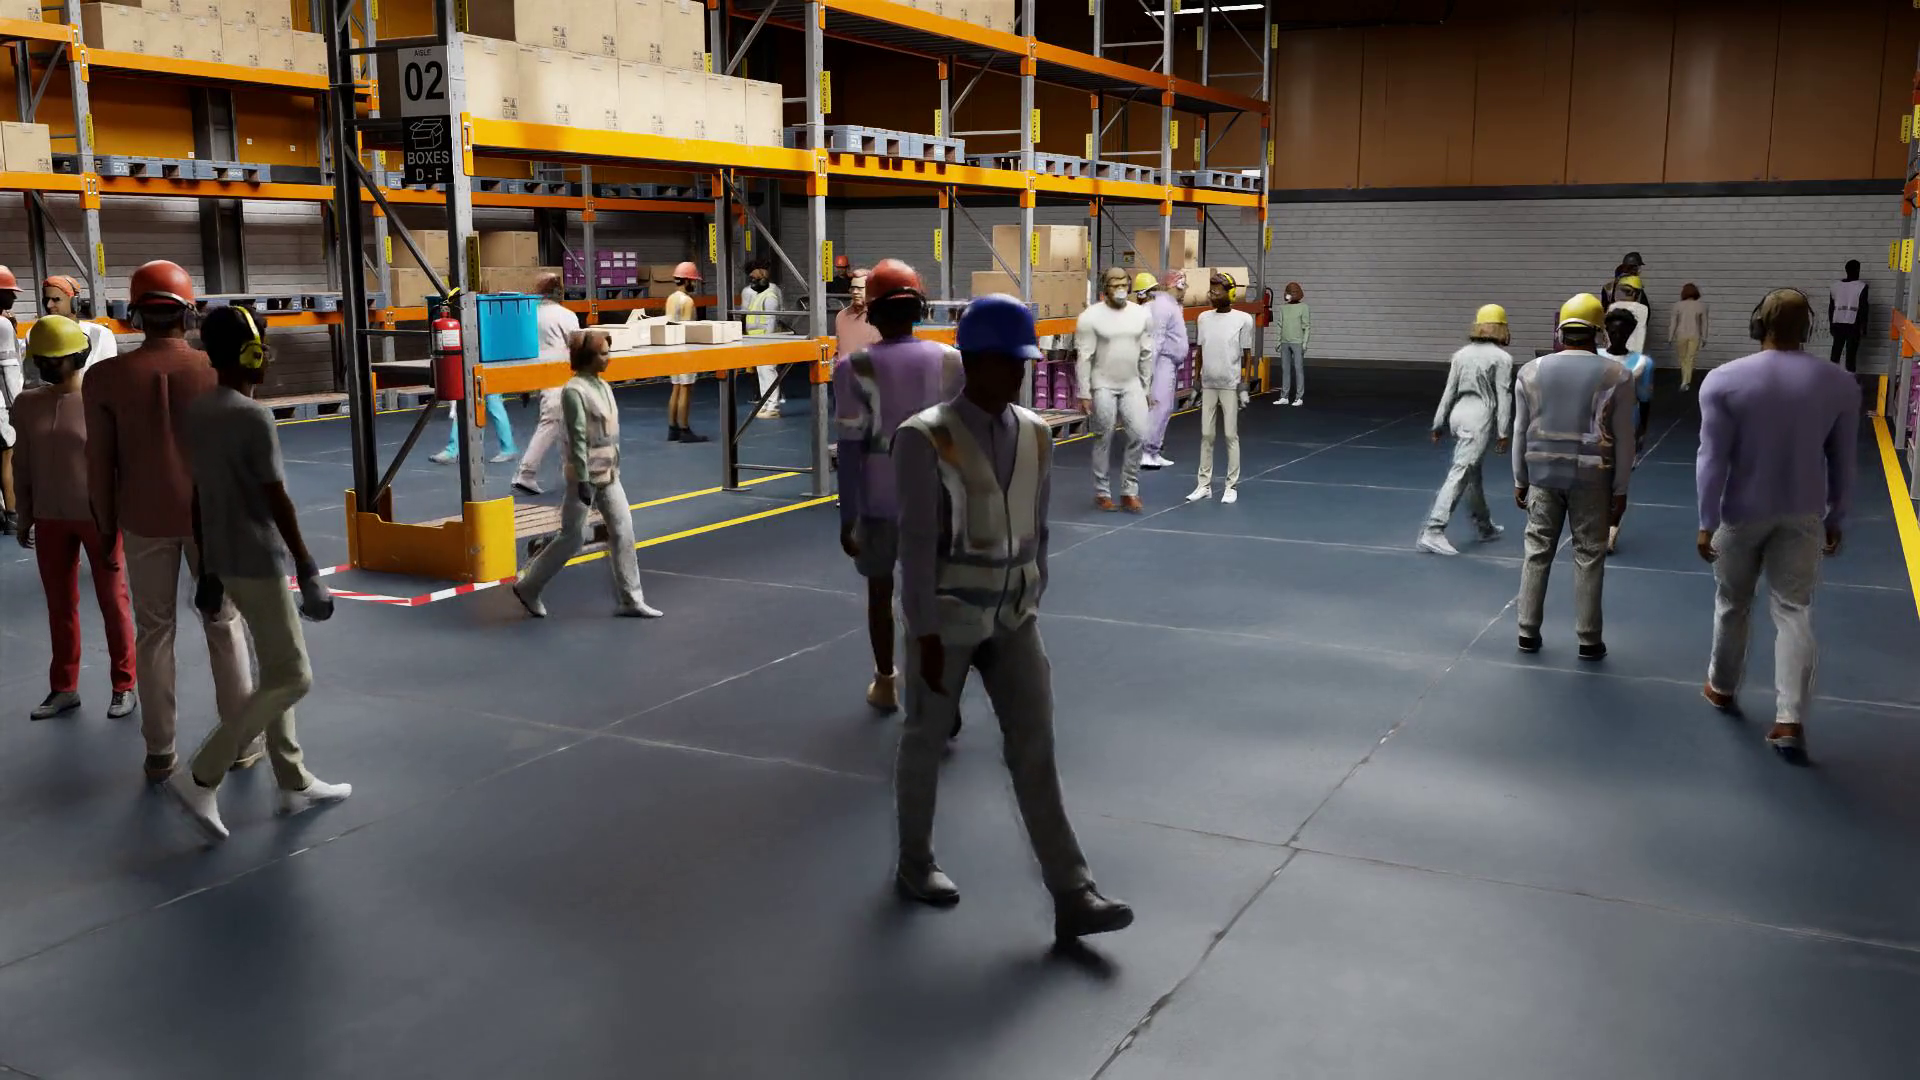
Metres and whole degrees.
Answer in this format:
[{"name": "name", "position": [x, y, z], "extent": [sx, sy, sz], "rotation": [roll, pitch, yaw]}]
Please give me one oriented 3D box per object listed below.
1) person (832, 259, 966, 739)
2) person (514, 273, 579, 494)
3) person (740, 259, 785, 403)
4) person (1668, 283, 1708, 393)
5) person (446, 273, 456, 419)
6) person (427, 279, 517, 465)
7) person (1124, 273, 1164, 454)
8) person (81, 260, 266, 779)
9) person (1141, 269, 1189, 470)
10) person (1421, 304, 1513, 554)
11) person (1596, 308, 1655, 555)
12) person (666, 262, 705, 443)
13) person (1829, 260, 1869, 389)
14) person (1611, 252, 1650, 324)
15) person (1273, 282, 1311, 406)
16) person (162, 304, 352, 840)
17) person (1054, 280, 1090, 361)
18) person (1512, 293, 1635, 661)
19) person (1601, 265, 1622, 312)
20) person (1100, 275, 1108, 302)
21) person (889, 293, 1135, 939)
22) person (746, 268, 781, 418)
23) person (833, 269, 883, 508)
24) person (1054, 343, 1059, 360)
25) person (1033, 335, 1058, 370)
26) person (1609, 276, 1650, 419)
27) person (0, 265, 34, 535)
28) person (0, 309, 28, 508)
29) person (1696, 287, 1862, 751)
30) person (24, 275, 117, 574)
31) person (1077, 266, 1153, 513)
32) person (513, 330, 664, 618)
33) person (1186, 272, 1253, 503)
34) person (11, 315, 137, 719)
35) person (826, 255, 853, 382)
[{"name": "person", "position": [-0.217, -0.176, 7.007], "extent": [0.618, 2.009, 0.912], "rotation": [-3, 10, -15]}, {"name": "person", "position": [-3.477, -1.331, 14.130], "extent": [0.633, 1.864, 1.005], "rotation": [7, 12, 36]}, {"name": "person", "position": [-2.633, -2.787, 22.351], "extent": [0.672, 1.934, 0.434], "rotation": [-8, 13, -39]}, {"name": "person", "position": [10.557, -2.931, 24.146], "extent": [0.524, 1.594, 0.805], "rotation": [6, 11, 31]}, {"name": "person", "position": [-6.127, -2.395, 20.402], "extent": [0.546, 1.817, 0.998], "rotation": [0, 10, 2]}, {"name": "person", "position": [-4.643, -1.609, 15.881], "extent": [0.581, 1.817, 0.755], "rotation": [9, 13, 43]}, {"name": "person", "position": [1.860, -1.747, 16.609], "extent": [0.403, 1.827, 0.588], "rotation": [9, 13, 41]}, {"name": "person", "position": [-3.016, -0.074, 6.441], "extent": [0.622, 1.991, 0.389], "rotation": [-4, 10, -21]}, {"name": "person", "position": [1.915, -1.607, 15.681], "extent": [0.469, 1.870, 0.699], "rotation": [2, 10, 13]}, {"name": "person", "position": [3.508, -0.764, 11.383], "extent": [0.968, 1.674, 0.529], "rotation": [-5, 11, -28]}, {"name": "person", "position": [4.434, -0.759, 11.388], "extent": [0.536, 1.657, 0.842], "rotation": [6, 12, 33]}, {"name": "person", "position": [-2.933, -1.997, 17.776], "extent": [0.408, 1.927, 0.557], "rotation": [-6, 12, -32]}, {"name": "person", "position": [13.237, -3.210, 24.806], "extent": [0.392, 1.922, 0.592], "rotation": [-6, 11, -30]}, {"name": "person", "position": [9.827, -3.198, 24.388], "extent": [0.537, 2.000, 0.690], "rotation": [2, 10, 9]}, {"name": "person", "position": [4.411, -2.598, 22.095], "extent": [0.272, 1.632, 0.507], "rotation": [-9, 13, -42]}, {"name": "person", "position": [-2.467, 0.115, 5.767], "extent": [0.539, 1.847, 0.688], "rotation": [8, 13, 40]}, {"name": "person", "position": [1.580, -3.013, 23.311], "extent": [0.605, 2.045, 0.377], "rotation": [-4, 11, -24]}, {"name": "person", "position": [3.063, -0.313, 8.333], "extent": [0.591, 1.823, 0.405], "rotation": [7, 12, 35]}, {"name": "person", "position": [10.431, -3.425, 26.293], "extent": [0.619, 1.839, 0.430], "rotation": [2, 10, 13]}, {"name": "person", "position": [2.424, -3.540, 27.361], "extent": [0.541, 1.695, 0.315], "rotation": [2, 10, 11]}, {"name": "person", "position": [0.089, 0.235, 4.905], "extent": [0.628, 1.892, 0.981], "rotation": [-7, 12, -35]}, {"name": "person", "position": [-2.418, -2.411, 20.454], "extent": [0.430, 1.835, 0.621], "rotation": [-4, 11, -23]}, {"name": "person", "position": [-0.752, -1.172, 13.092], "extent": [0.635, 1.899, 0.402], "rotation": [7, 12, 37]}, {"name": "person", "position": [1.682, -3.129, 24.620], "extent": [0.997, 1.842, 0.587], "rotation": [-7, 12, -34]}, {"name": "person", "position": [1.209, -3.115, 24.400], "extent": [0.558, 1.875, 1.029], "rotation": [1, 10, 6]}, {"name": "person", "position": [8.084, -2.303, 20.083], "extent": [0.746, 1.741, 0.530], "rotation": [-9, 13, -41]}, {"name": "person", "position": [-6.894, -1.006, 12.001], "extent": [0.552, 1.934, 0.363], "rotation": [7, 12, 35]}, {"name": "person", "position": [-7.109, -0.931, 12.421], "extent": [0.512, 1.642, 0.311], "rotation": [0, 10, 0]}, {"name": "person", "position": [3.394, -0.102, 6.941], "extent": [0.649, 1.887, 1.032], "rotation": [2, 10, 13]}, {"name": "person", "position": [-5.567, -0.715, 10.466], "extent": [0.584, 1.882, 0.337], "rotation": [0, 10, 0]}, {"name": "person", "position": [1.230, -1.144, 12.859], "extent": [0.647, 1.914, 0.696], "rotation": [-3, 10, -16]}, {"name": "person", "position": [-2.079, -0.353, 9.147], "extent": [0.789, 1.608, 0.522], "rotation": [2, 10, 13]}, {"name": "person", "position": [2.111, -1.228, 13.500], "extent": [0.519, 1.865, 0.326], "rotation": [6, 12, 32]}, {"name": "person", "position": [-3.837, -0.090, 7.213], "extent": [0.523, 1.760, 0.327], "rotation": [0, 10, -1]}, {"name": "person", "position": [-1.851, -3.482, 26.167], "extent": [0.623, 1.992, 0.396], "rotation": [-1, 10, -6]}]
